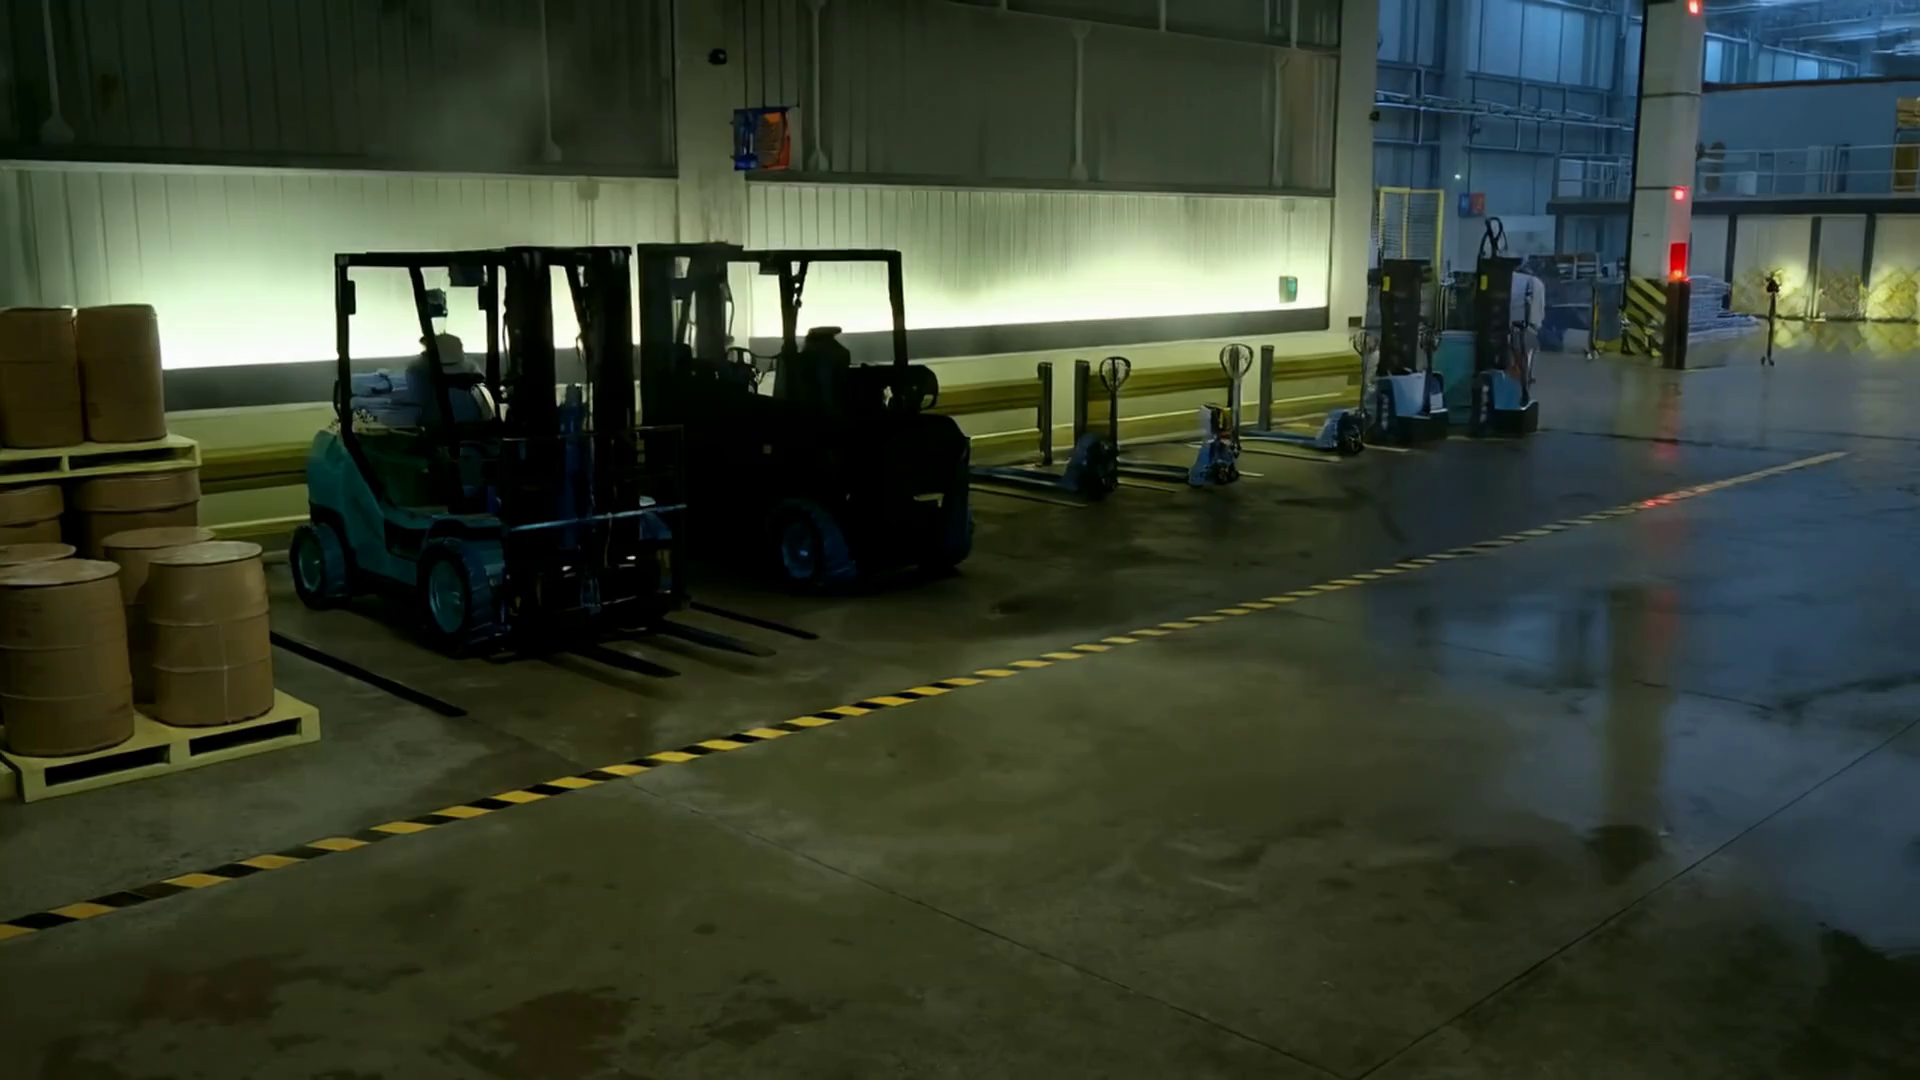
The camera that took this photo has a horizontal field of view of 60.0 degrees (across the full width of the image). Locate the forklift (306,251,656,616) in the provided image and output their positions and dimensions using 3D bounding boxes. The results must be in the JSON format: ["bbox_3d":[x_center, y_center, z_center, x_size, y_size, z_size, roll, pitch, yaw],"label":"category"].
[{"bbox_3d":[-2.833,-0.669,9.694,1.157,1.987,2.680,-10,14,-44],"label":"forklift"}]

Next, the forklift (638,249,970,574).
[{"bbox_3d":[-1.173,-0.958,11.239,2.680,1.987,1.157,10,14,43],"label":"forklift"}]

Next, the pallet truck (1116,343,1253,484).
[{"bbox_3d":[1.962,-1.215,15.415,1.522,1.261,0.704,10,14,43],"label":"pallet truck"}]

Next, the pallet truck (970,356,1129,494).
[{"bbox_3d":[0.784,-1.085,14.876,0.680,1.201,1.601,-10,14,-44],"label":"pallet truck"}]

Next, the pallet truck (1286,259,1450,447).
[{"bbox_3d":[4.493,-2.078,18.196,0.823,1.965,1.885,-9,14,-40],"label":"pallet truck"}]

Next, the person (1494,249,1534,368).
[{"bbox_3d":[7.951,-3.171,24.028,0.611,2.042,0.396,-3,11,-15],"label":"person"}]

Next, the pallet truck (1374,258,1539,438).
[{"bbox_3d":[5.704,-2.208,18.901,1.885,1.965,0.823,10,14,43],"label":"pallet truck"}]

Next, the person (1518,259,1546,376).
[{"bbox_3d":[8.353,-3.232,24.798,0.646,1.880,0.670,-6,12,-32],"label":"person"}]

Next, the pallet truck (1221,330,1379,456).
[{"bbox_3d":[3.563,-1.581,17.381,0.653,1.274,1.630,-10,14,-44],"label":"pallet truck"}]
